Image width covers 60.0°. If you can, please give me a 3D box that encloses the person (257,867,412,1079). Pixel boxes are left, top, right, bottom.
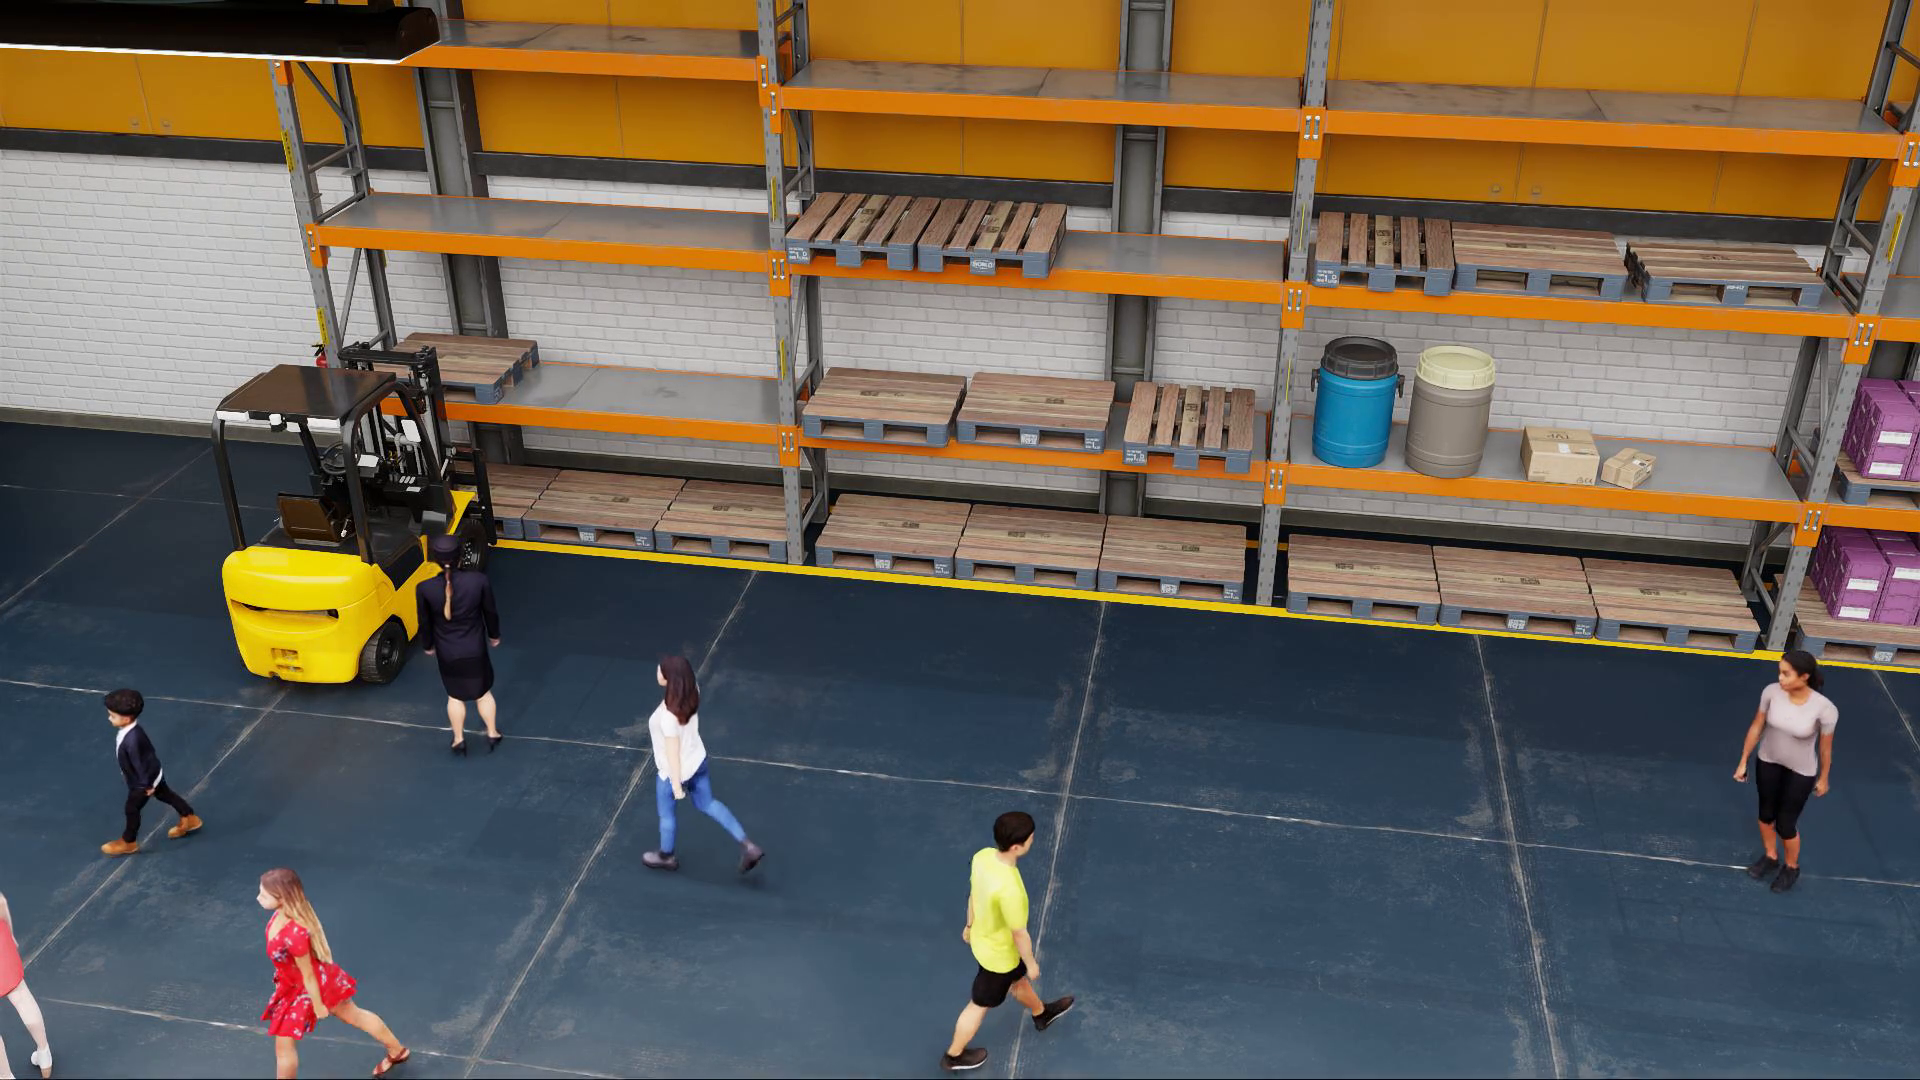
[{"bbox_3d":[-3.360,2.352,8.833,1.153,1.551,0.920,-10,30,-18],"label":"person"}]

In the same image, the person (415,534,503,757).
[{"bbox_3d":[-3.486,0.756,11.637,0.748,1.668,0.868,-9,30,-16],"label":"person"}]

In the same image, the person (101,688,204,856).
[{"bbox_3d":[-5.253,1.480,10.801,0.900,1.198,0.741,-10,30,-18],"label":"person"}]

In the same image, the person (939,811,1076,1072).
[{"bbox_3d":[0.129,2.216,8.976,1.184,1.654,0.980,-10,30,-17],"label":"person"}]

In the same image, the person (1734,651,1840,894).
[{"bbox_3d":[5.195,1.425,10.364,0.776,1.713,0.839,22,35,34],"label":"person"}]

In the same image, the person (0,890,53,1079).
[{"bbox_3d":[-5.185,2.212,8.801,0.602,1.828,0.643,14,32,24],"label":"person"}]

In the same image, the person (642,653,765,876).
[{"bbox_3d":[-1.636,1.451,10.372,1.130,1.659,0.758,10,30,18],"label":"person"}]
